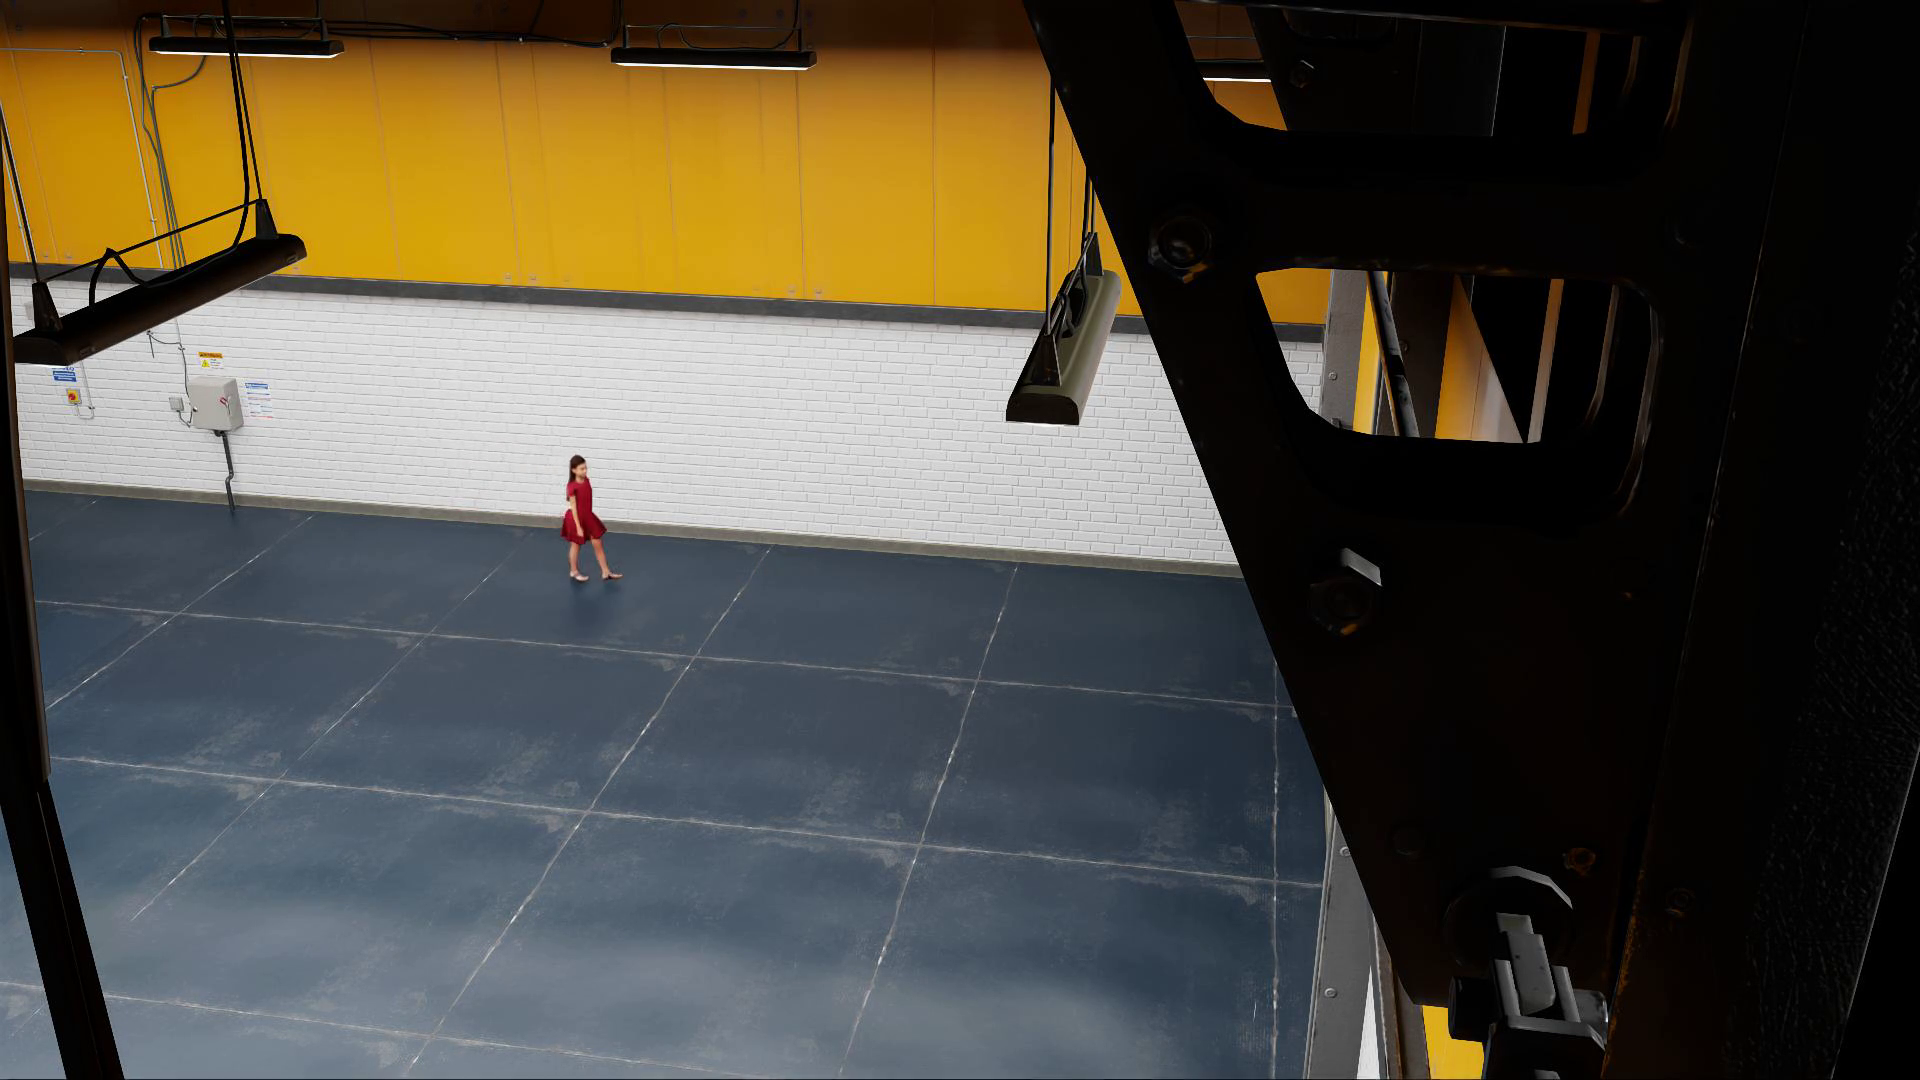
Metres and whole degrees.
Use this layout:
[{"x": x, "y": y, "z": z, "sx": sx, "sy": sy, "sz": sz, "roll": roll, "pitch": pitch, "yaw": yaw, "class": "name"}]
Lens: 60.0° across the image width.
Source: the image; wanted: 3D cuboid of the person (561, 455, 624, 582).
[{"x": -4.355, "y": -0.231, "z": 18.867, "sx": 0.780, "sy": 1.510, "sz": 0.899, "roll": 11, "pitch": 26, "yaw": 23, "class": "person"}]
